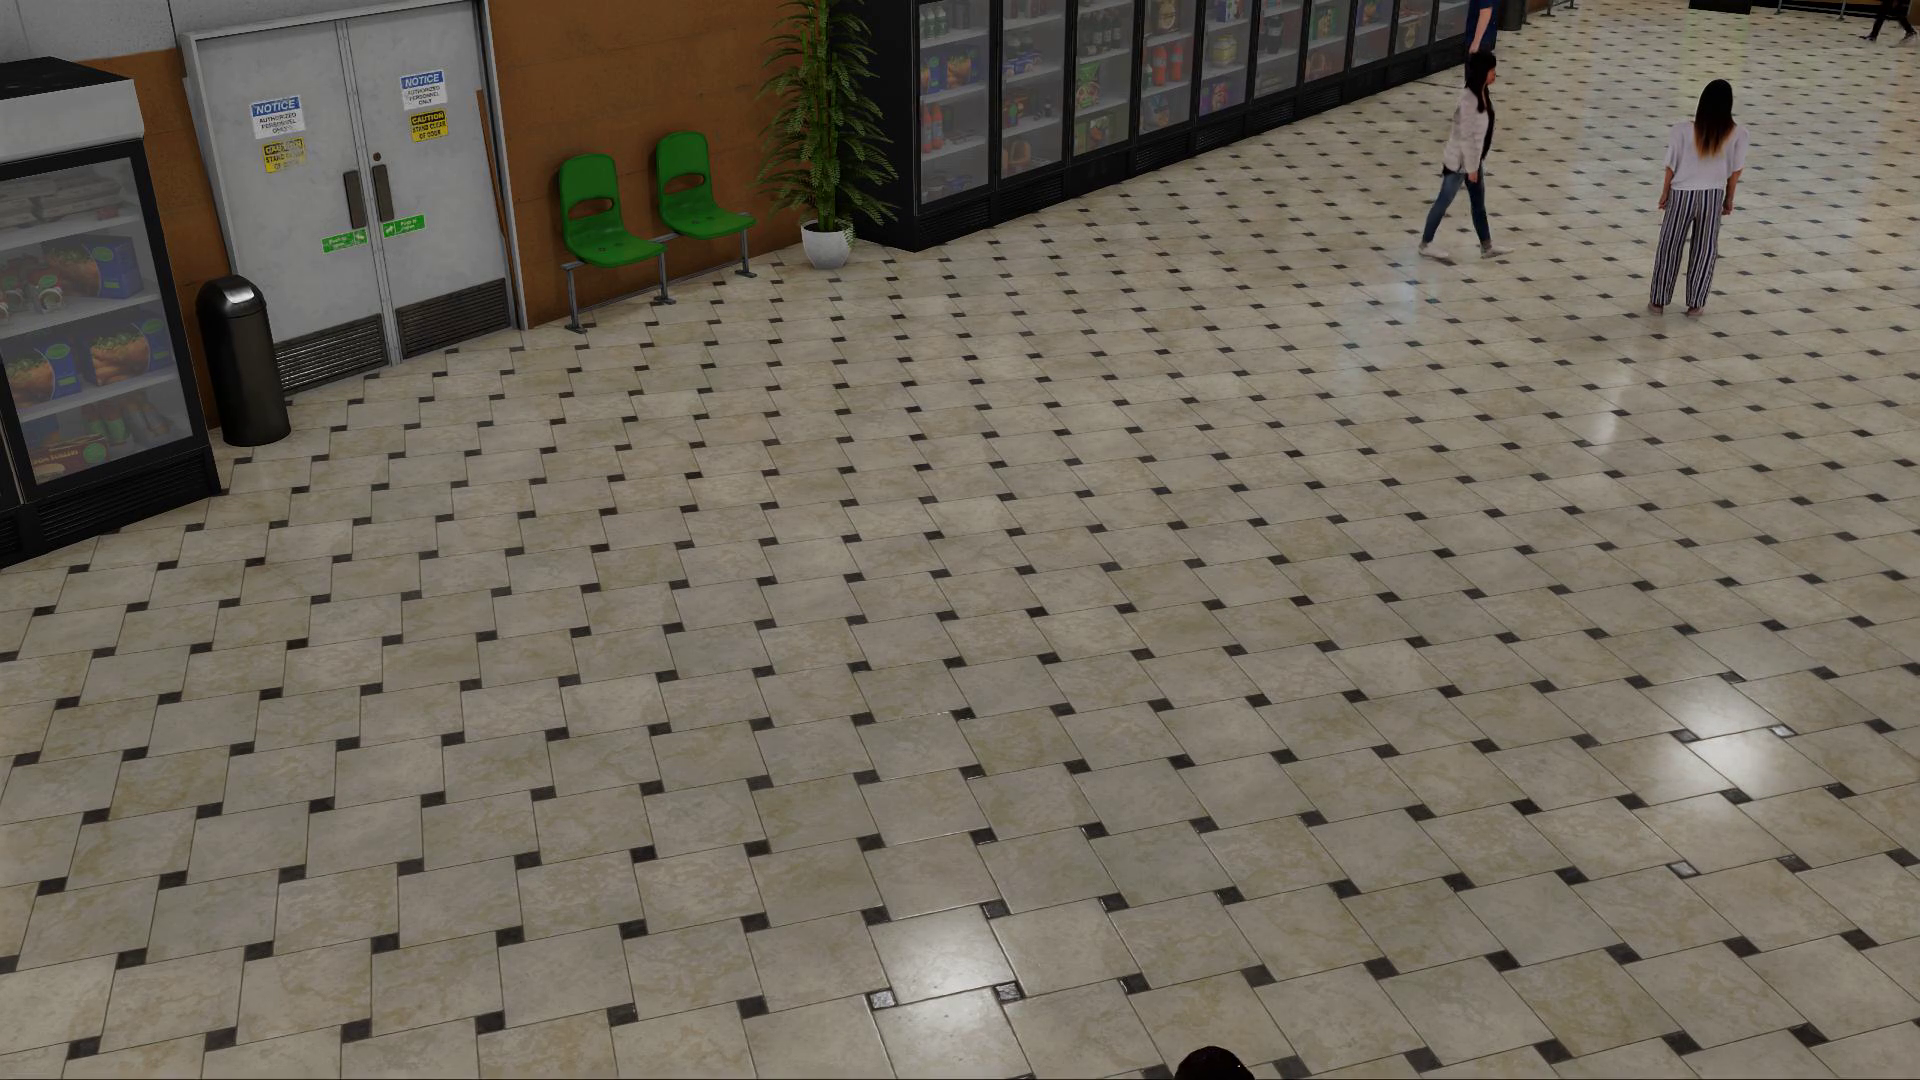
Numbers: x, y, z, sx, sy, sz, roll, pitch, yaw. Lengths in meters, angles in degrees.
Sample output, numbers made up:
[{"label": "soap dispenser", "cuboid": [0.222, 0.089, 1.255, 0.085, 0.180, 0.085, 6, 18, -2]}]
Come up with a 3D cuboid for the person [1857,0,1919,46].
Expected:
[{"label": "person", "cuboid": [11.969, -6.925, 21.151, 0.919, 1.237, 0.610, 16, 31, 29]}]

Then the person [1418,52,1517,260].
[{"label": "person", "cuboid": [3.835, -2.959, 12.920, 1.000, 1.606, 0.735, 15, 31, 27]}]

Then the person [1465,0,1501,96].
[{"label": "person", "cuboid": [5.223, -5.017, 16.687, 0.648, 1.870, 0.720, 11, 29, 21]}]

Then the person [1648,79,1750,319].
[{"label": "person", "cuboid": [5.202, -2.407, 11.751, 0.681, 1.680, 0.821, 9, 28, 17]}]
